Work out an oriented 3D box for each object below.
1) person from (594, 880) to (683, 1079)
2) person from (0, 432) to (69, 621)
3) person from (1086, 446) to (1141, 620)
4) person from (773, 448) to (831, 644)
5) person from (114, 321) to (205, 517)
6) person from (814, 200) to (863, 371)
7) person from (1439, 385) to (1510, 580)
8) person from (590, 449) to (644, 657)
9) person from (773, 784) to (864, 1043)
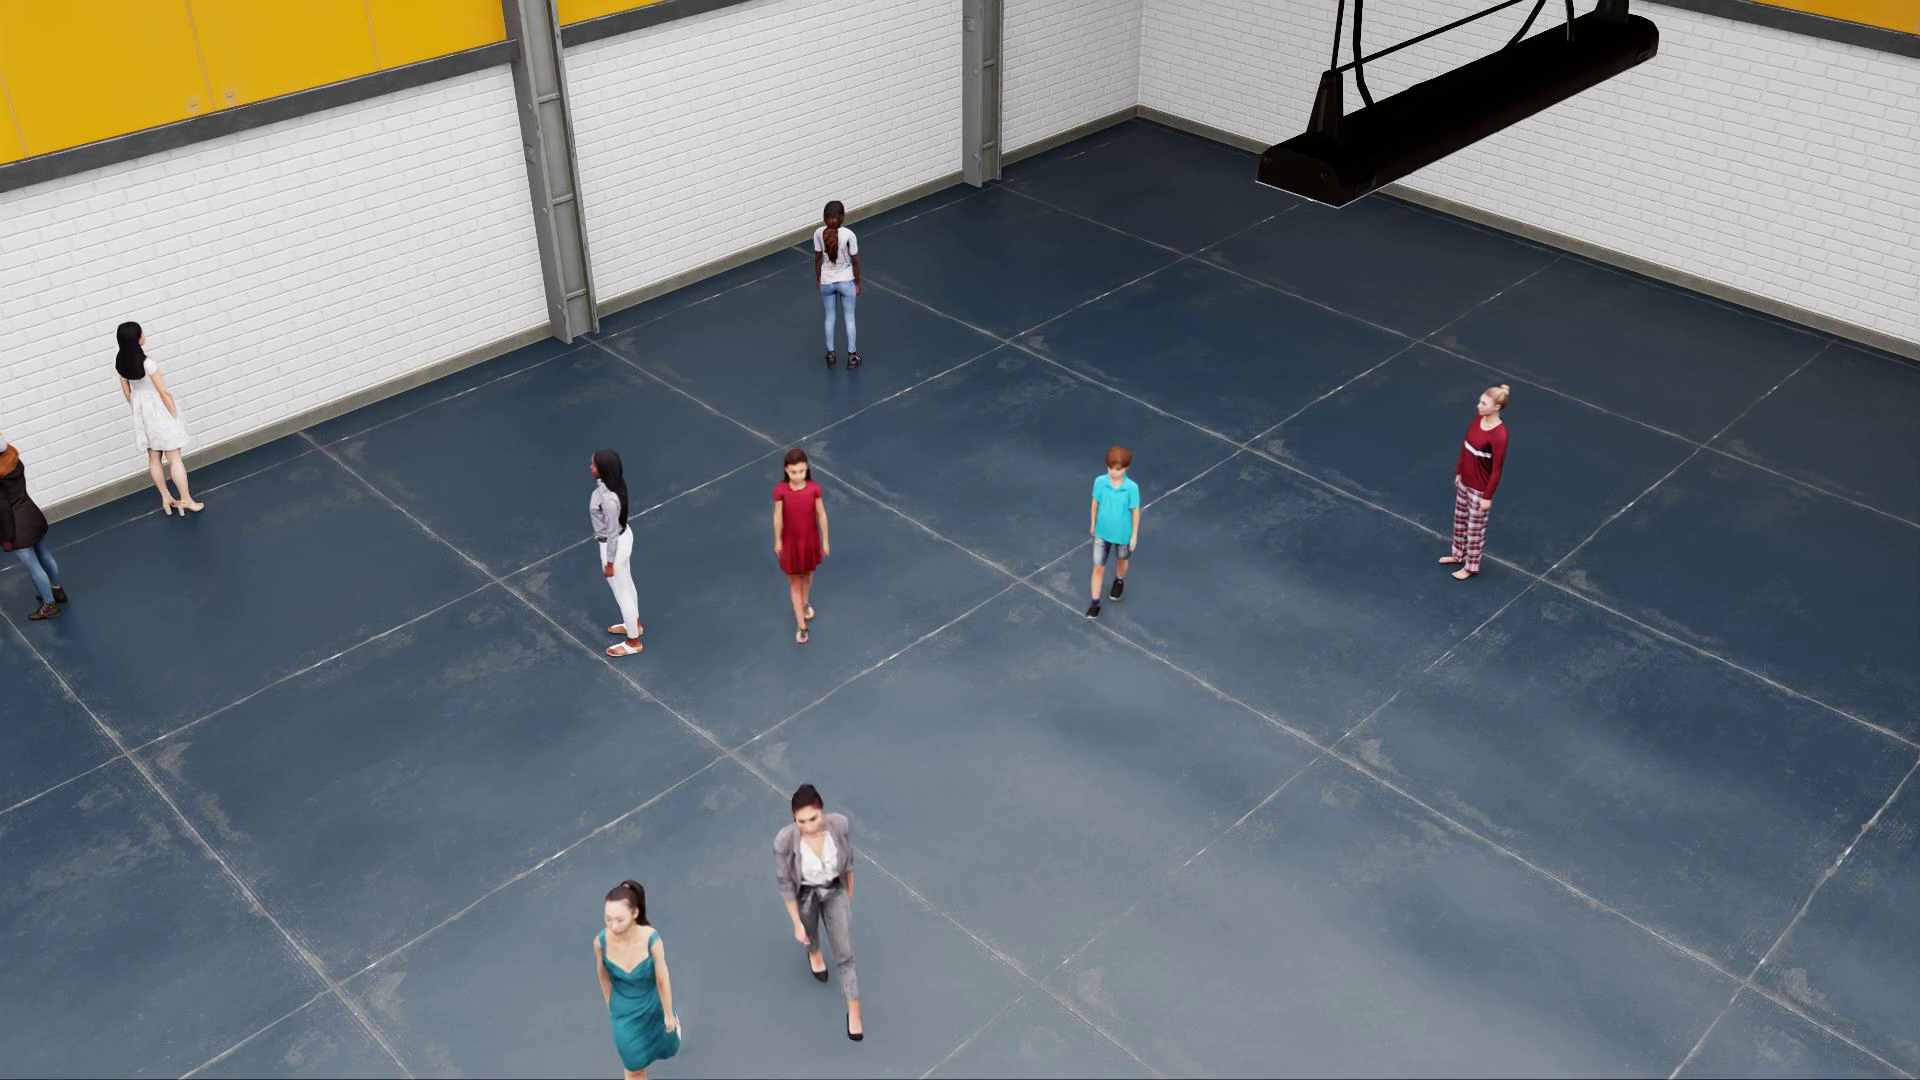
[{"bbox_3d":[-1.658,2.428,8.805,0.899,1.666,0.978,2,34,3],"label":"person"},{"bbox_3d":[-7.171,-0.133,12.689,0.793,1.632,0.743,-2,34,-3],"label":"person"},{"bbox_3d":[1.213,-0.117,12.860,0.812,1.416,0.994,9,35,14],"label":"person"},{"bbox_3d":[-1.226,-0.057,12.664,0.901,1.534,0.867,-9,35,-13],"label":"person"},{"bbox_3d":[-6.715,-1.011,13.882,0.763,1.774,0.789,10,35,14],"label":"person"},{"bbox_3d":[-1.189,-2.483,16.146,0.666,1.719,0.694,5,34,7],"label":"person"},{"bbox_3d":[4.086,-0.464,13.128,0.670,1.698,0.679,-8,34,-12],"label":"person"},{"bbox_3d":[-2.543,0.067,12.304,0.712,1.725,0.672,-3,34,-5],"label":"person"},{"bbox_3d":[-0.847,1.994,9.493,1.108,1.629,0.997,-12,35,-17],"label":"person"}]
